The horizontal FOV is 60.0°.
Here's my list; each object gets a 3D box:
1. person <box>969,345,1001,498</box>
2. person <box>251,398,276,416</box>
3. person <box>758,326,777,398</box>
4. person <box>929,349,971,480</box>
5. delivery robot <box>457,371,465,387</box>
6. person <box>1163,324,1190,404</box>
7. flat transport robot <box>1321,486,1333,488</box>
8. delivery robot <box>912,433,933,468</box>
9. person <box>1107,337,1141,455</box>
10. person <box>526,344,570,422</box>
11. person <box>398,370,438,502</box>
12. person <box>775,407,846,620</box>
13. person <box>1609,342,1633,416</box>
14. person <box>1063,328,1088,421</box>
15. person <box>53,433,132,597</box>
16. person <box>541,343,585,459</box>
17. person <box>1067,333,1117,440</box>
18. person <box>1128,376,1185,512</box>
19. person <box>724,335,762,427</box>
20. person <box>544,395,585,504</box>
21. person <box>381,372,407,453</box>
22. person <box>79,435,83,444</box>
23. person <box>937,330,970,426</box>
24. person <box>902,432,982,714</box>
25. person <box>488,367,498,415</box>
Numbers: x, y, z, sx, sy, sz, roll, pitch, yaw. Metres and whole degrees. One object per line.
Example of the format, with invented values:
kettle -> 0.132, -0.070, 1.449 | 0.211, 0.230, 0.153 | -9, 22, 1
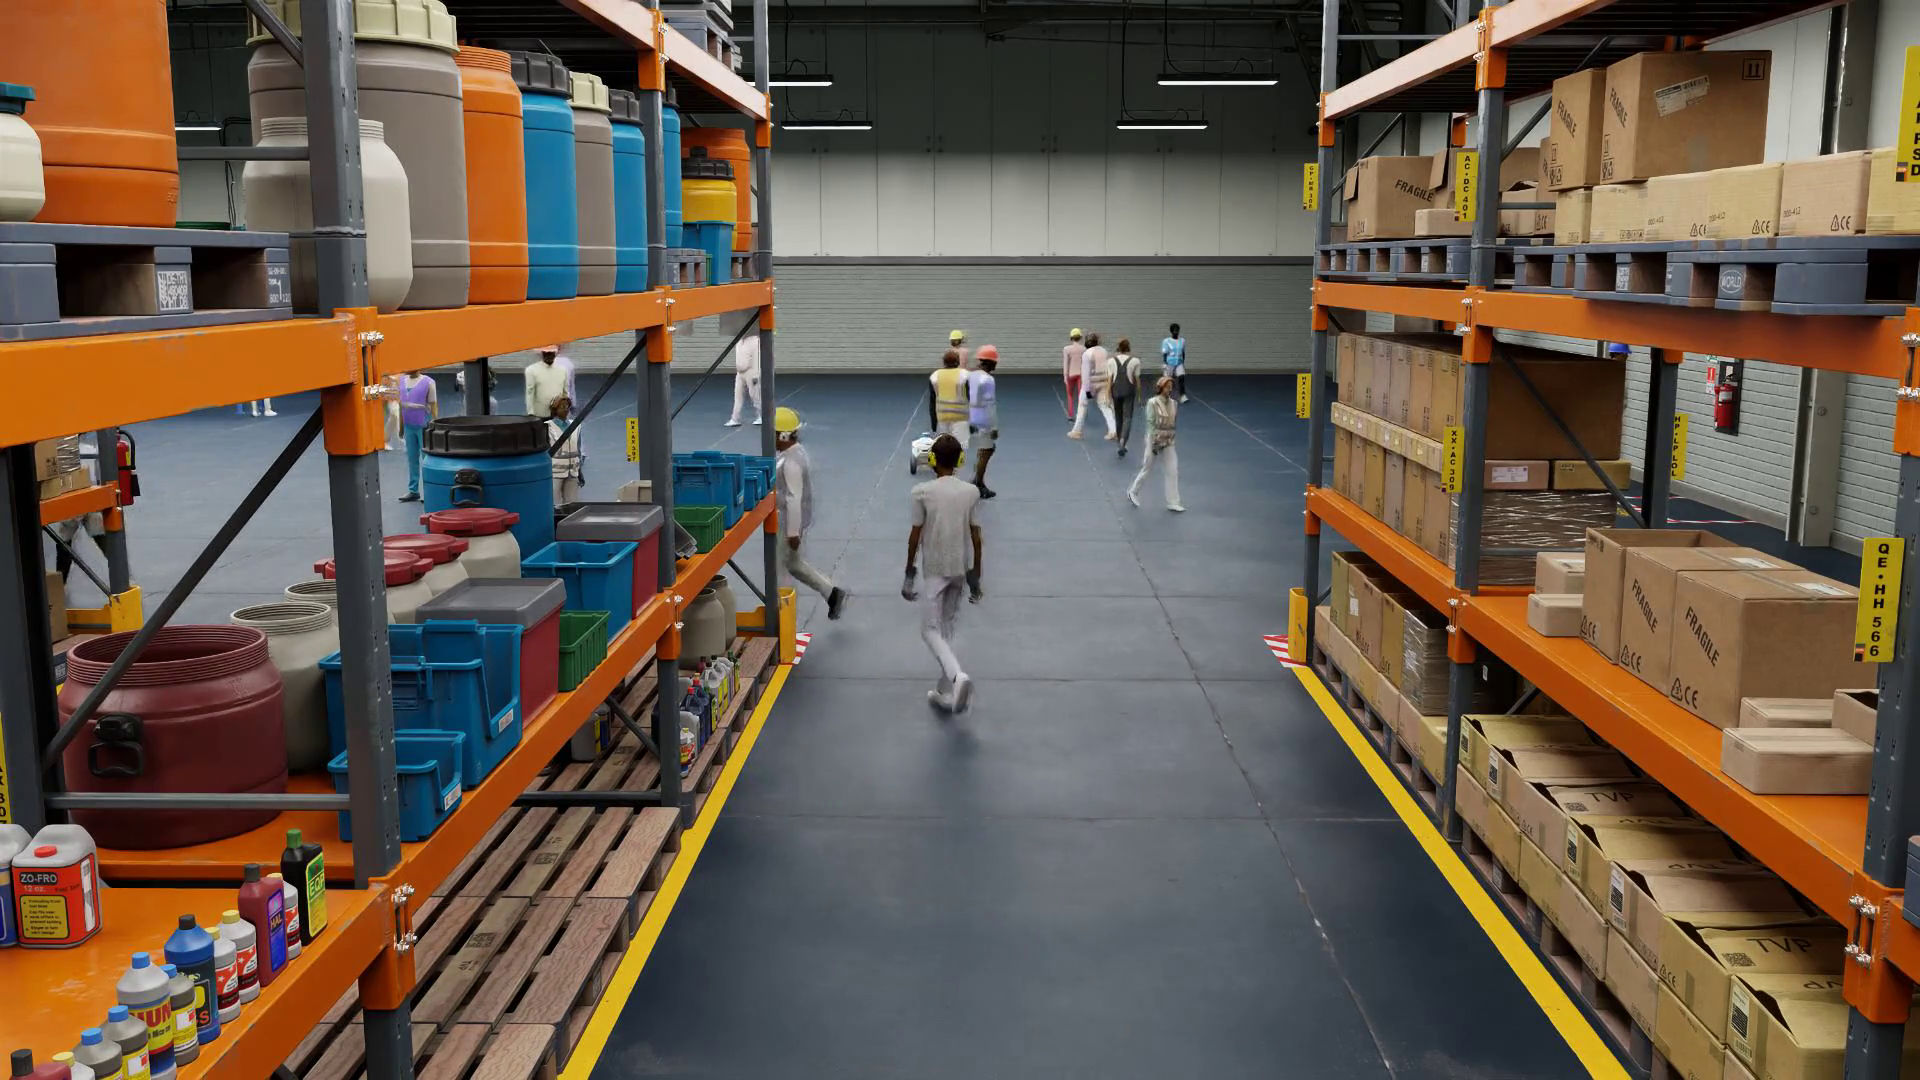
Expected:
person -> 0.326, -1.487, 20.904 | 0.432, 1.919, 0.581 | -4, 10, -23
person -> -13.519, -3.327, 32.088 | 0.532, 1.868, 0.309 | 1, 10, 4
person -> -3.969, -3.545, 33.907 | 0.352, 1.697, 0.654 | -6, 11, -32
person -> -0.121, -1.613, 21.967 | 0.626, 1.818, 0.724 | 4, 10, 25
delivery robot -> -11.339, -3.726, 38.250 | 0.477, 0.478, 0.707 | -5, 11, -28
person -> 4.500, -3.657, 34.658 | 0.554, 1.653, 0.834 | -3, 10, -18
flat transport robot -> 4.894, -0.480, 19.941 | 0.652, 0.197, 1.431 | -3, 10, -15
delivery robot -> -0.481, -1.273, 23.559 | 0.477, 0.478, 0.707 | -1, 10, -7
person -> 2.513, -2.217, 25.612 | 0.520, 1.823, 0.857 | 2, 10, 14
person -> -5.350, -1.648, 21.738 | 0.623, 1.967, 0.767 | -5, 11, -28
person -> -6.707, -1.401, 20.613 | 0.564, 1.847, 0.395 | 4, 10, 25
person -> -1.304, -0.163, 13.307 | 0.682, 1.814, 0.607 | 0, 9, -2
person -> 8.610, -1.669, 21.921 | 0.394, 1.945, 0.618 | 4, 10, 21
person -> 2.184, -3.069, 30.937 | 0.530, 1.744, 0.727 | -2, 10, -14
person -> -7.683, -0.295, 14.593 | 0.908, 1.649, 0.534 | 3, 10, 18
person -> -5.869, -2.021, 24.289 | 0.973, 1.870, 0.633 | 4, 10, 22
person -> 2.265, -2.569, 27.805 | 0.630, 1.796, 0.989 | -8, 12, -40
person -> 2.368, -1.166, 19.933 | 0.522, 1.605, 0.814 | -7, 12, -35
person -> -3.864, -2.991, 30.159 | 0.662, 1.888, 0.848 | 8, 13, 41
person -> -3.987, -0.636, 16.660 | 0.307, 1.639, 0.513 | 7, 12, 36
person -> -8.800, -2.163, 25.929 | 0.851, 1.596, 0.530 | 4, 10, 21
person -> -10.276, -1.095, 18.733 | 0.634, 1.873, 0.948 | 2, 10, 14
person -> -0.076, -2.866, 29.732 | 0.816, 1.735, 0.539 | -5, 11, -29
person -> -0.076, 0.230, 10.855 | 0.524, 1.846, 0.682 | -5, 11, -28
person -> -5.197, -0.998, 18.291 | 0.545, 1.818, 0.968 | 6, 11, 33
